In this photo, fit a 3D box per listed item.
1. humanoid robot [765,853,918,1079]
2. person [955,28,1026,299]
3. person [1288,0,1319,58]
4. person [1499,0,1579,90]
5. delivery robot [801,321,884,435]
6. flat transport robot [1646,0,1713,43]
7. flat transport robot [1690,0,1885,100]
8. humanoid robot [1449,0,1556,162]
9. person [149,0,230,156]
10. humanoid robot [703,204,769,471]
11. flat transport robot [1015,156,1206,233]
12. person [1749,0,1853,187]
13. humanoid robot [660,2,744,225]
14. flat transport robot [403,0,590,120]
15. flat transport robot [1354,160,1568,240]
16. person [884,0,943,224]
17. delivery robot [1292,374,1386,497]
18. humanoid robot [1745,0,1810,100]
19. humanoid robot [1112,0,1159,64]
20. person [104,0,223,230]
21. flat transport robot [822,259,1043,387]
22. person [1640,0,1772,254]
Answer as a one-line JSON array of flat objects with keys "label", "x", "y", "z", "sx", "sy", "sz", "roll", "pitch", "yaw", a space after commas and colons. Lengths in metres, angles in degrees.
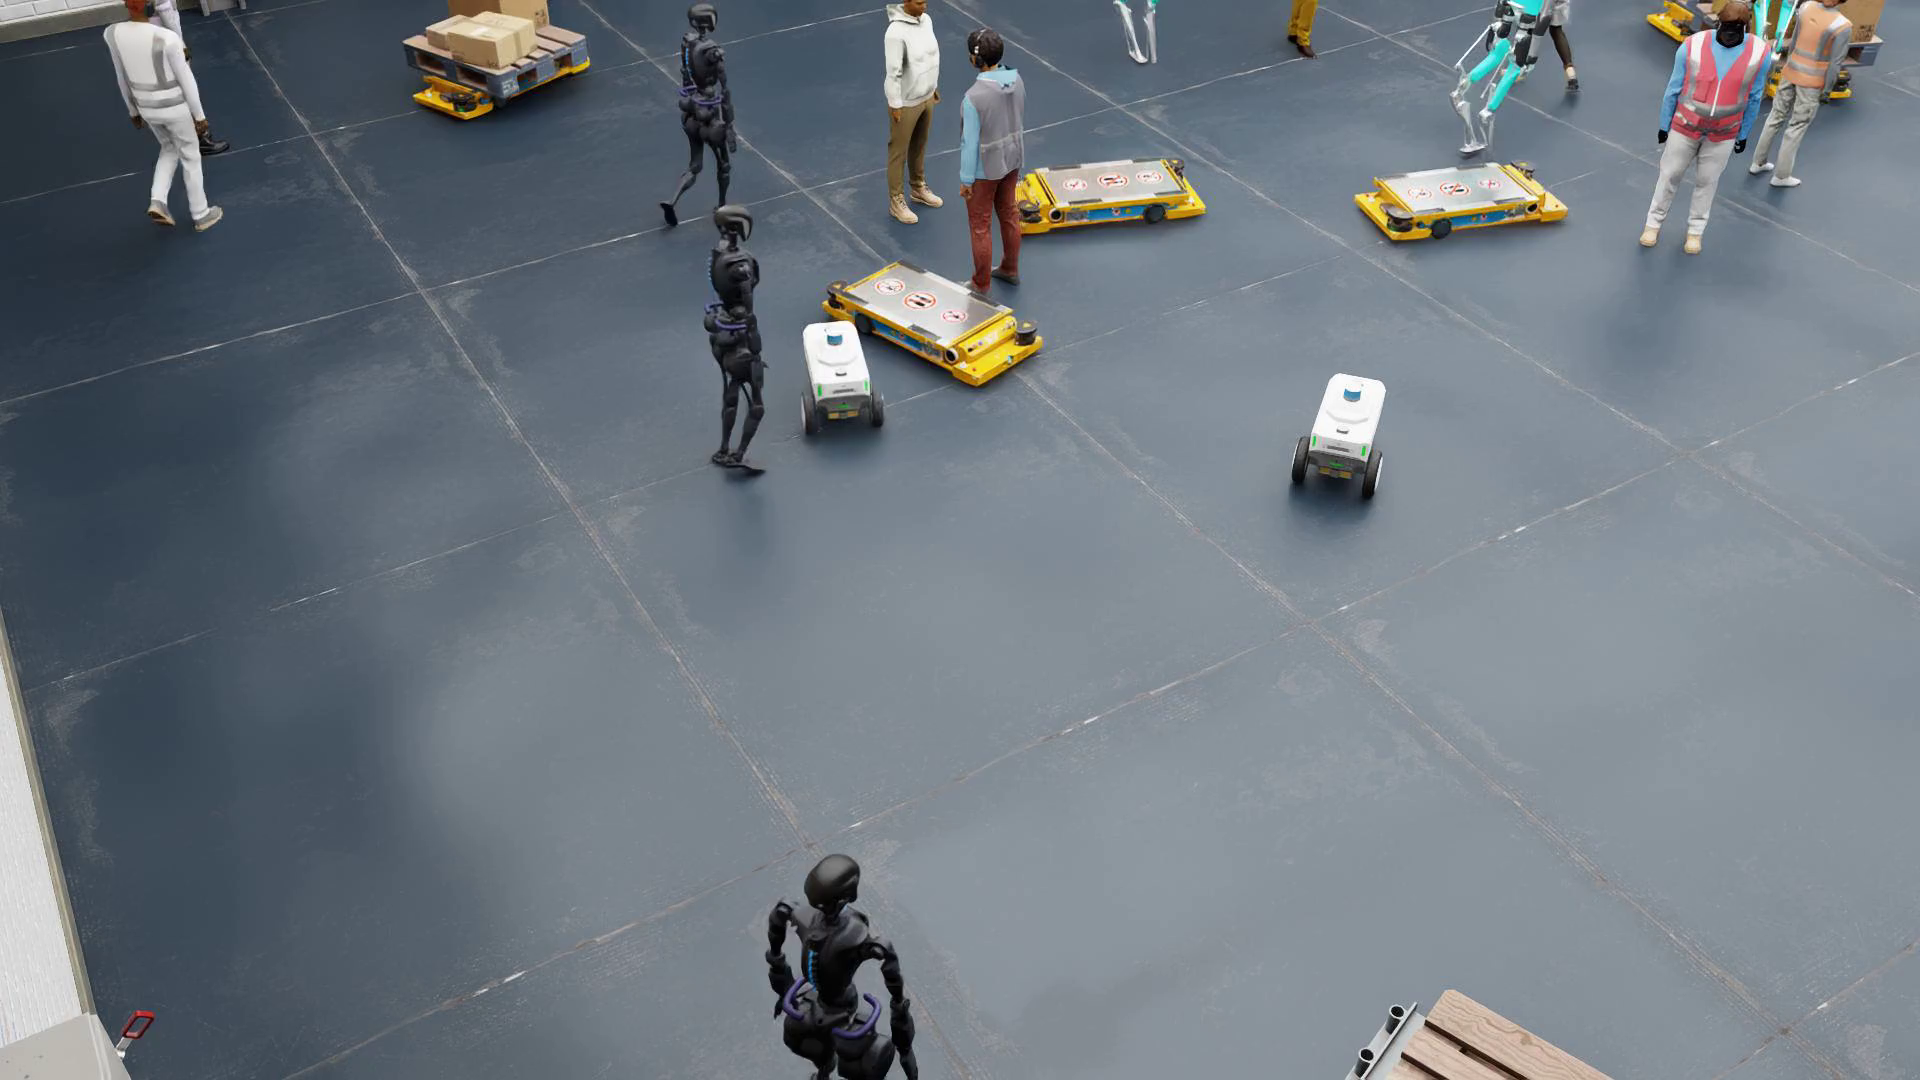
[{"label": "humanoid robot", "x": -0.454, "y": 1.769, "z": 5.925, "sx": 0.615, "sy": 1.641, "sz": 0.425, "roll": 17, "pitch": 41, "yaw": 20}, {"label": "person", "x": 0.217, "y": -2.494, "z": 11.150, "sx": 0.413, "sy": 1.872, "sz": 0.538, "roll": 31, "pitch": 48, "yaw": 33}, {"label": "person", "x": 3.158, "y": -5.110, "z": 14.550, "sx": 0.564, "sy": 1.728, "sz": 0.638, "roll": -26, "pitch": 45, "yaw": -29}, {"label": "person", "x": 5.004, "y": -4.574, "z": 13.939, "sx": 0.552, "sy": 1.663, "sz": 0.676, "roll": -15, "pitch": 41, "yaw": -18}, {"label": "delivery robot", "x": -0.768, "y": -1.041, "z": 10.371, "sx": 0.499, "sy": 0.589, "sz": 0.785, "roll": -7, "pitch": 39, "yaw": -9}, {"label": "flat transport robot", "x": 7.178, "y": -4.821, "z": 15.375, "sx": 1.431, "sy": 0.231, "sz": 0.659, "roll": -9, "pitch": 39, "yaw": -11}, {"label": "flat transport robot", "x": 7.179, "y": -4.243, "z": 14.645, "sx": 0.659, "sy": 0.231, "sz": 1.431, "roll": -4, "pitch": 39, "yaw": -5}, {"label": "humanoid robot", "x": 4.152, "y": -3.760, "z": 12.900, "sx": 0.786, "sy": 1.821, "sz": 0.539, "roll": -18, "pitch": 42, "yaw": -21}, {"label": "person", "x": -6.176, "y": -3.938, "z": 12.916, "sx": 0.544, "sy": 1.941, "sz": 0.348, "roll": 31, "pitch": 48, "yaw": 33}, {"label": "humanoid robot", "x": -1.323, "y": -1.154, "z": 9.620, "sx": 0.408, "sy": 1.648, "sz": 0.589, "roll": -17, "pitch": 41, "yaw": -20}, {"label": "flat transport robot", "x": 1.079, "y": -2.611, "z": 12.586, "sx": 1.431, "sy": 0.231, "sz": 0.659, "roll": -8, "pitch": 39, "yaw": -10}, {"label": "person", "x": 6.390, "y": -3.468, "z": 12.569, "sx": 0.311, "sy": 1.635, "sz": 0.514, "roll": -13, "pitch": 40, "yaw": -16}, {"label": "humanoid robot", "x": -1.917, "y": -3.071, "z": 12.046, "sx": 0.649, "sy": 1.630, "sz": 0.591, "roll": -30, "pitch": 47, "yaw": -32}, {"label": "flat transport robot", "x": -3.951, "y": -4.015, "z": 14.358, "sx": 0.659, "sy": 0.231, "sz": 1.431, "roll": 24, "pitch": 44, "yaw": 27}, {"label": "flat transport robot", "x": 3.771, "y": -2.555, "z": 12.515, "sx": 1.431, "sy": 0.231, "sz": 0.659, "roll": -9, "pitch": 39, "yaw": -12}, {"label": "person", "x": -0.367, "y": -3.214, "z": 12.142, "sx": 0.374, "sy": 1.766, "sz": 0.516, "roll": 25, "pitch": 45, "yaw": 28}, {"label": "delivery robot", "x": 2.290, "y": -0.640, "z": 9.884, "sx": 0.499, "sy": 0.614, "sz": 0.808, "roll": 13, "pitch": 40, "yaw": 15}, {"label": "humanoid robot", "x": 6.751, "y": -4.449, "z": 13.692, "sx": 0.538, "sy": 1.753, "sz": 0.744, "roll": 12, "pitch": 40, "yaw": 14}, {"label": "humanoid robot", "x": 1.597, "y": -4.898, "z": 14.338, "sx": 0.538, "sy": 1.829, "sz": 0.792, "roll": -16, "pitch": 41, "yaw": -19}, {"label": "person", "x": -5.684, "y": -3.044, "z": 11.848, "sx": 0.578, "sy": 1.868, "sz": 0.517, "roll": 8, "pitch": 39, "yaw": 10}, {"label": "flat transport robot", "x": -0.199, "y": -1.485, "z": 11.166, "sx": 1.431, "sy": 0.231, "sz": 0.659, "roll": 30, "pitch": 47, "yaw": 32}, {"label": "person", "x": 5.229, "y": -2.894, "z": 11.690, "sx": 0.628, "sy": 1.835, "sz": 0.431, "roll": 13, "pitch": 40, "yaw": 16}]
